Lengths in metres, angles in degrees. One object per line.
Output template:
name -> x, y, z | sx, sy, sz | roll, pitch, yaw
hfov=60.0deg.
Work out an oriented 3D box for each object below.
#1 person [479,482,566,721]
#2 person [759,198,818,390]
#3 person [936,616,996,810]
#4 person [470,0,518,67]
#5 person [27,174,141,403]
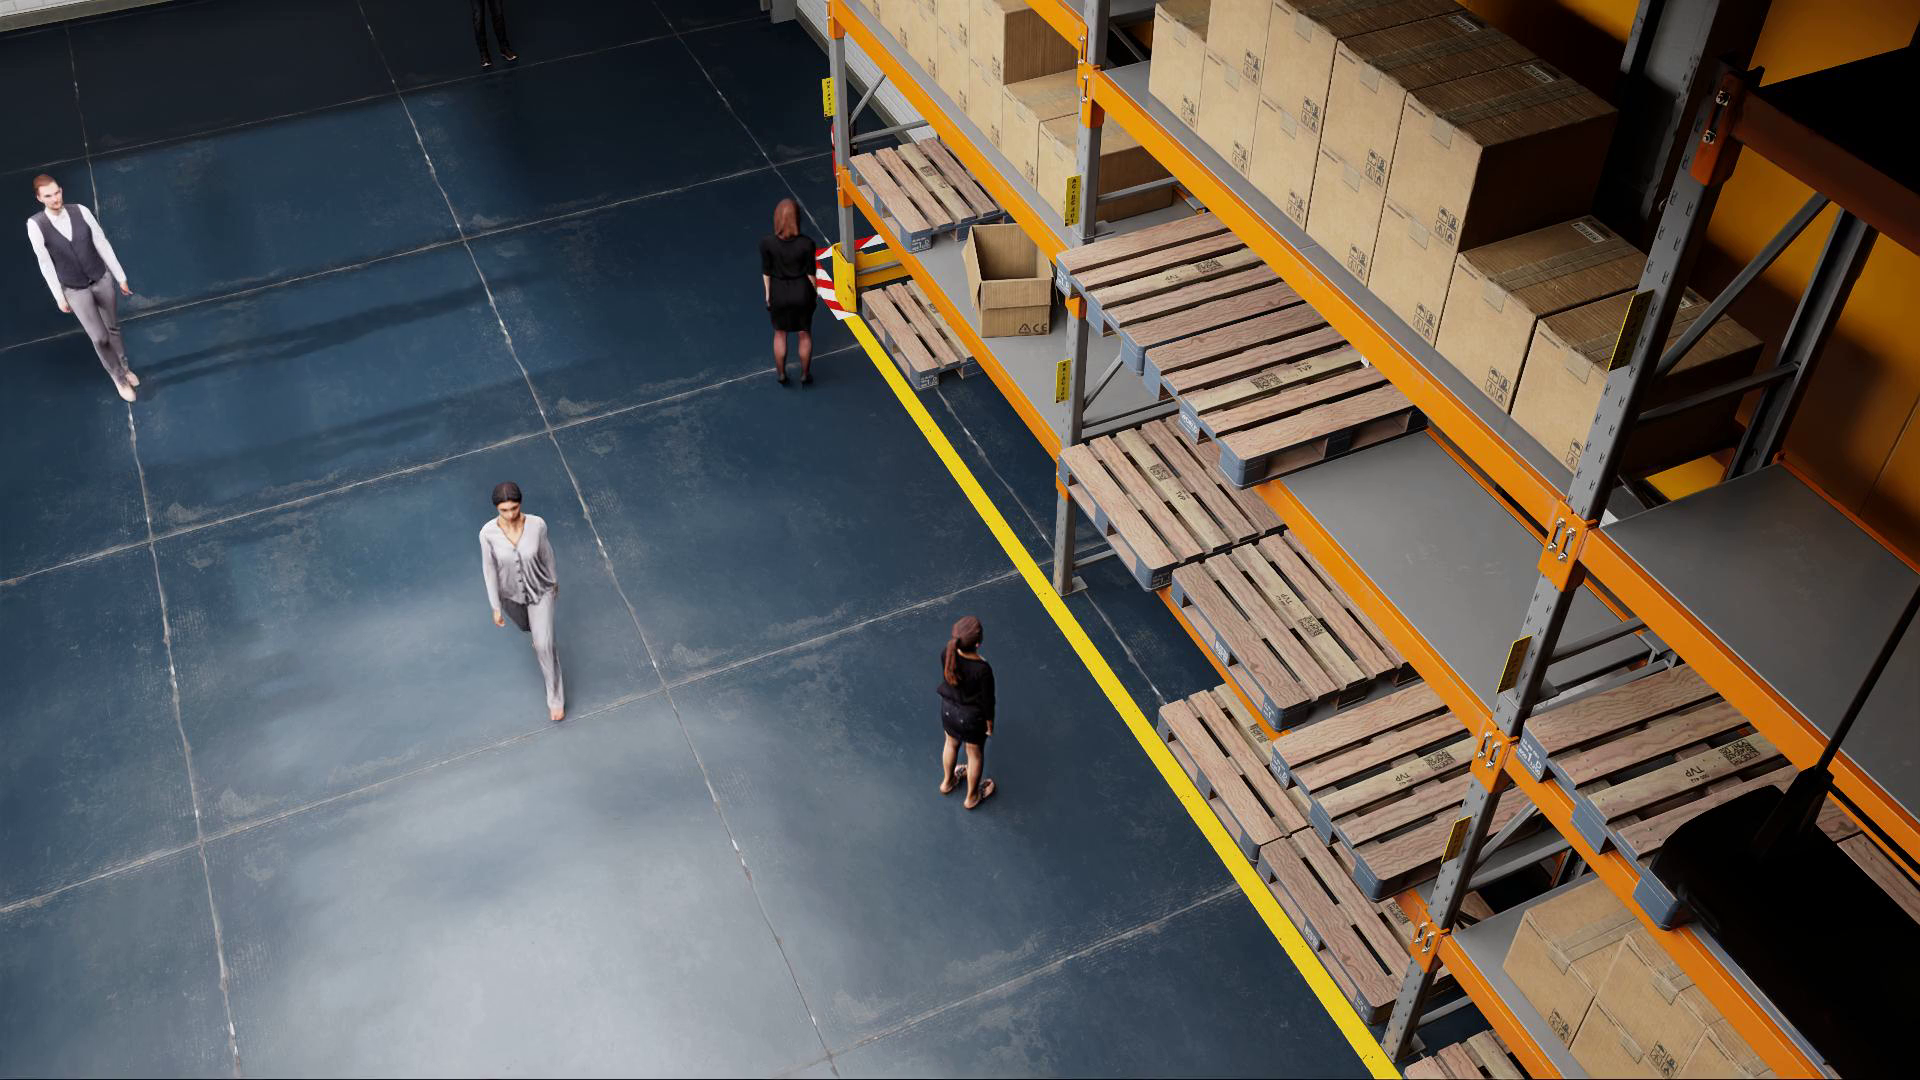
person -> -2.829, 0.273, 10.754 | 0.755, 1.729, 1.168 | -9, 44, -9
person -> -1.314, -1.905, 13.059 | 0.652, 1.703, 0.630 | -2, 44, -2
person -> 0.027, 1.031, 10.085 | 0.609, 1.554, 0.688 | 24, 49, 23
person -> -4.903, -5.765, 17.050 | 0.658, 1.787, 0.546 | -22, 48, -21
person -> -6.892, -2.043, 13.043 | 0.863, 1.925, 0.817 | 33, 53, 30
